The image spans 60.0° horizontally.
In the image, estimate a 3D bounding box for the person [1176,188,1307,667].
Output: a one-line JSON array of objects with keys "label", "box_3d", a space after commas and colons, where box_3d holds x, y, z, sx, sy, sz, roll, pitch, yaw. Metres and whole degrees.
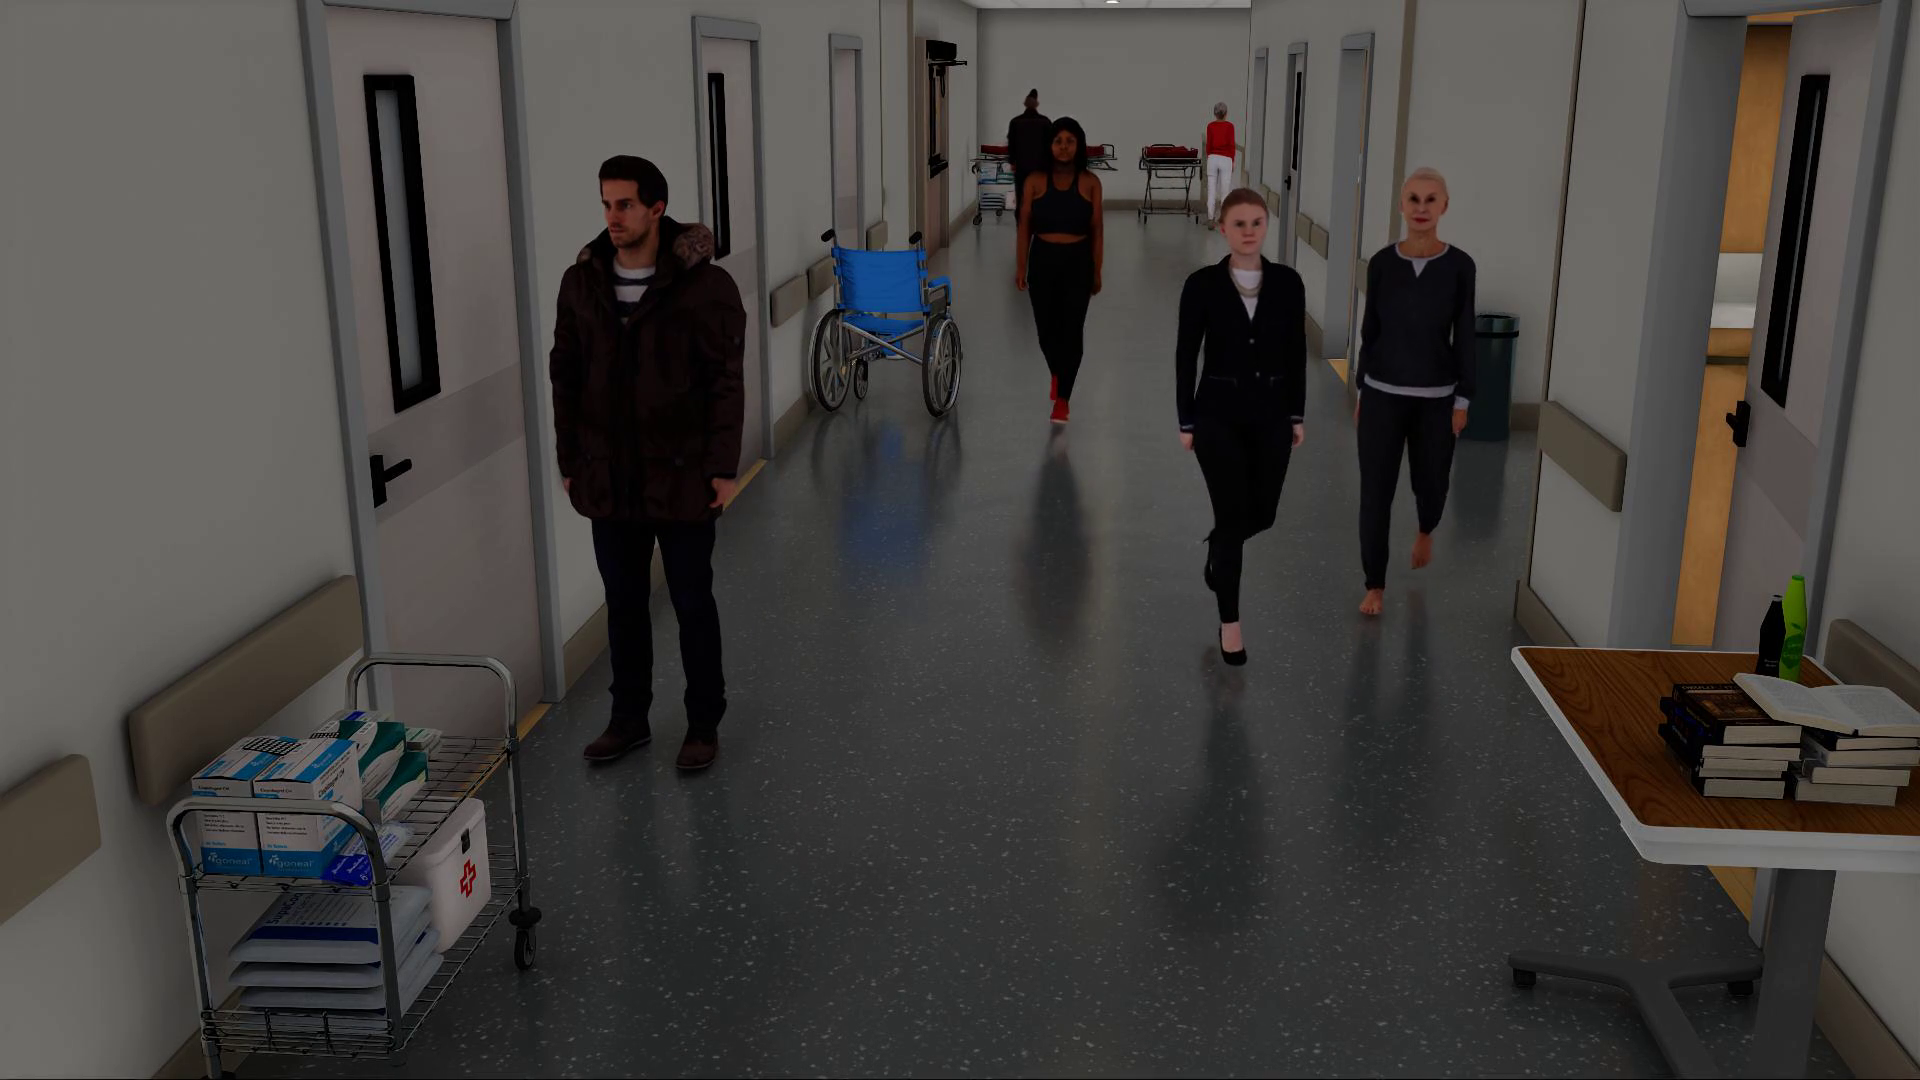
[{"label": "person", "box_3d": [1.005, -0.416, 6.025, 0.747, 1.667, 1.009, -2, 16, -7]}]

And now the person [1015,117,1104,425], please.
[{"label": "person", "box_3d": [0.611, -1.631, 10.149, 0.753, 1.769, 1.261, 3, 16, 9]}]

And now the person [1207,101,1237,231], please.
[{"label": "person", "box_3d": [3.489, -5.026, 22.335, 0.615, 1.690, 0.641, 6, 17, 22]}]

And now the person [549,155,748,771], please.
[{"label": "person", "box_3d": [-0.922, -0.215, 4.988, 0.792, 1.845, 0.711, 4, 16, 13]}]

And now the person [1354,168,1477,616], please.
[{"label": "person", "box_3d": [1.793, -0.594, 6.590, 0.769, 1.705, 1.037, 5, 17, 18]}]

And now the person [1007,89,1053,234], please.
[{"label": "person", "box_3d": [0.925, -4.922, 21.680, 0.759, 1.847, 0.732, 1, 16, 3]}]
